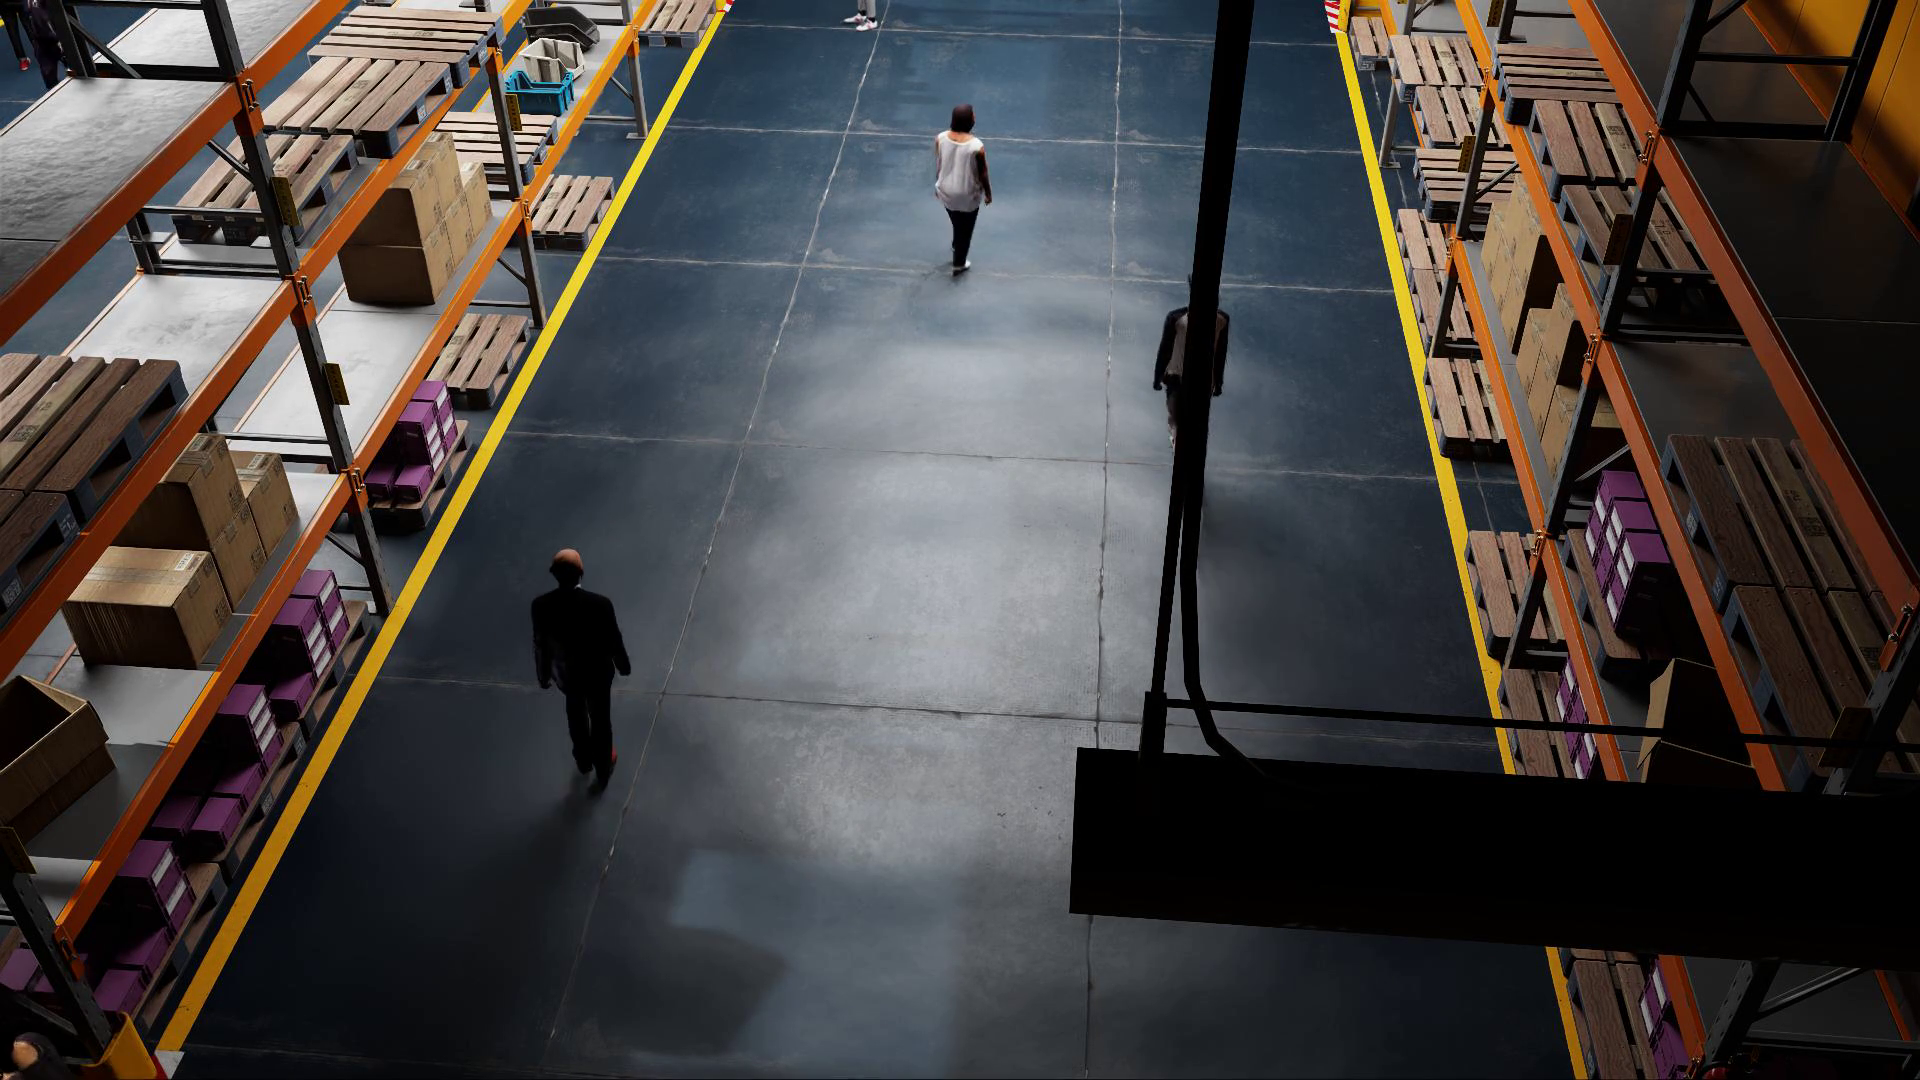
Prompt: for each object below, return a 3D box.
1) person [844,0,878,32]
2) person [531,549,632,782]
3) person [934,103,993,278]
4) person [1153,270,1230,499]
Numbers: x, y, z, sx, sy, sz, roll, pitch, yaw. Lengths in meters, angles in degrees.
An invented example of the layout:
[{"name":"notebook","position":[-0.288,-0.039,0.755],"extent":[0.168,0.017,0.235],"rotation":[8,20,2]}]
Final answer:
[{"name":"person","position":[-1.215,-7.195,20.348],"extent":[0.859,1.856,0.746],"rotation":[-19,43,-23]},{"name":"person","position":[-2.360,0.854,10.322],"extent":[0.747,1.790,0.663],"rotation":[-2,39,-2]},{"name":"person","position":[-0.030,-3.247,15.548],"extent":[0.854,1.675,0.925],"rotation":[22,43,25]},{"name":"person","position":[1.787,-1.168,12.793],"extent":[0.826,1.865,1.211],"rotation":[-4,39,-5]}]
